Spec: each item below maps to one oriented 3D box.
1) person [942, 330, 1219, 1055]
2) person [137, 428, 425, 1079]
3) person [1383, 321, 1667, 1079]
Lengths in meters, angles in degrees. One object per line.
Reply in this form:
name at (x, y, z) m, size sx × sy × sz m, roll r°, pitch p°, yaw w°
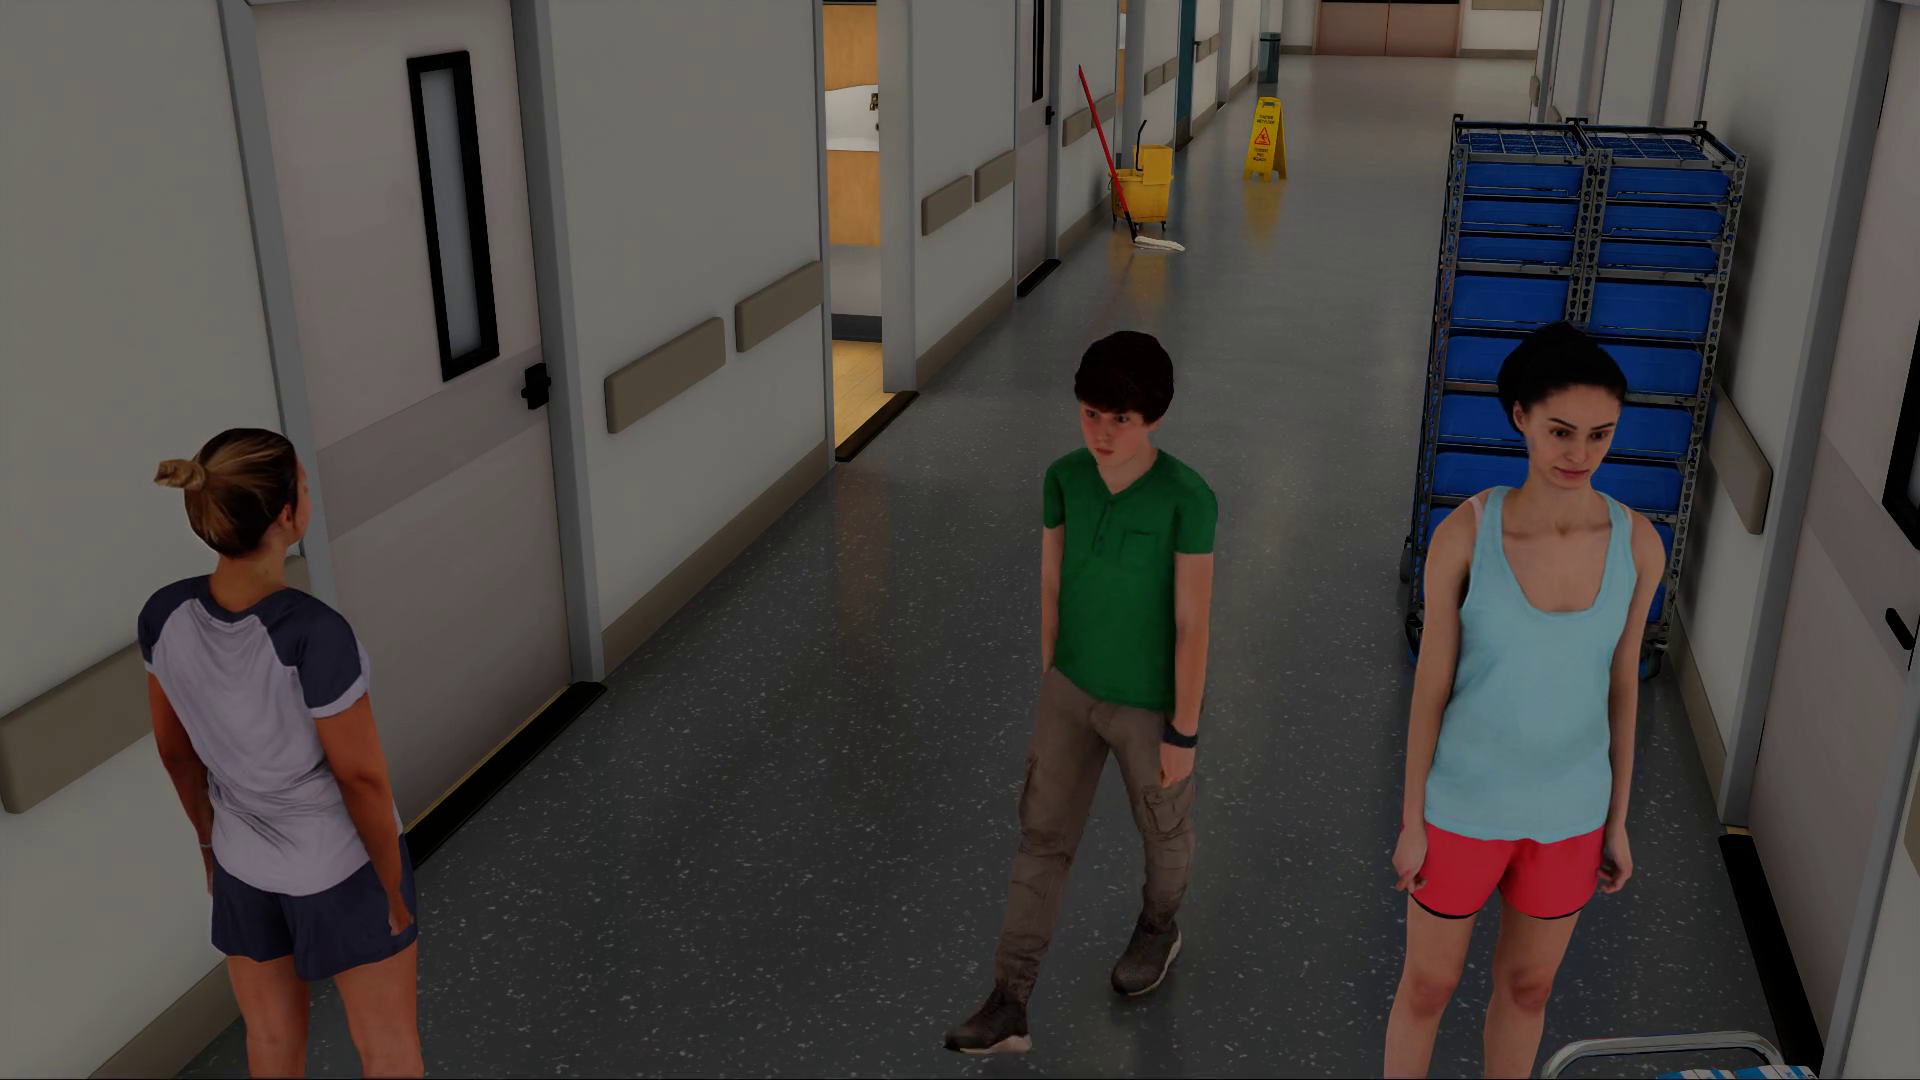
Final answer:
person at (0.403, 0.321, 3.684) m, size 0.816 × 1.619 × 1.132 m, roll 13°, pitch 24°, yaw 31°
person at (-1.179, 0.580, 2.991) m, size 0.568 × 1.625 × 0.513 m, roll 5°, pitch 21°, yaw 13°
person at (0.991, 0.490, 3.016) m, size 0.651 × 1.774 × 0.652 m, roll 0°, pitch 21°, yaw 0°
